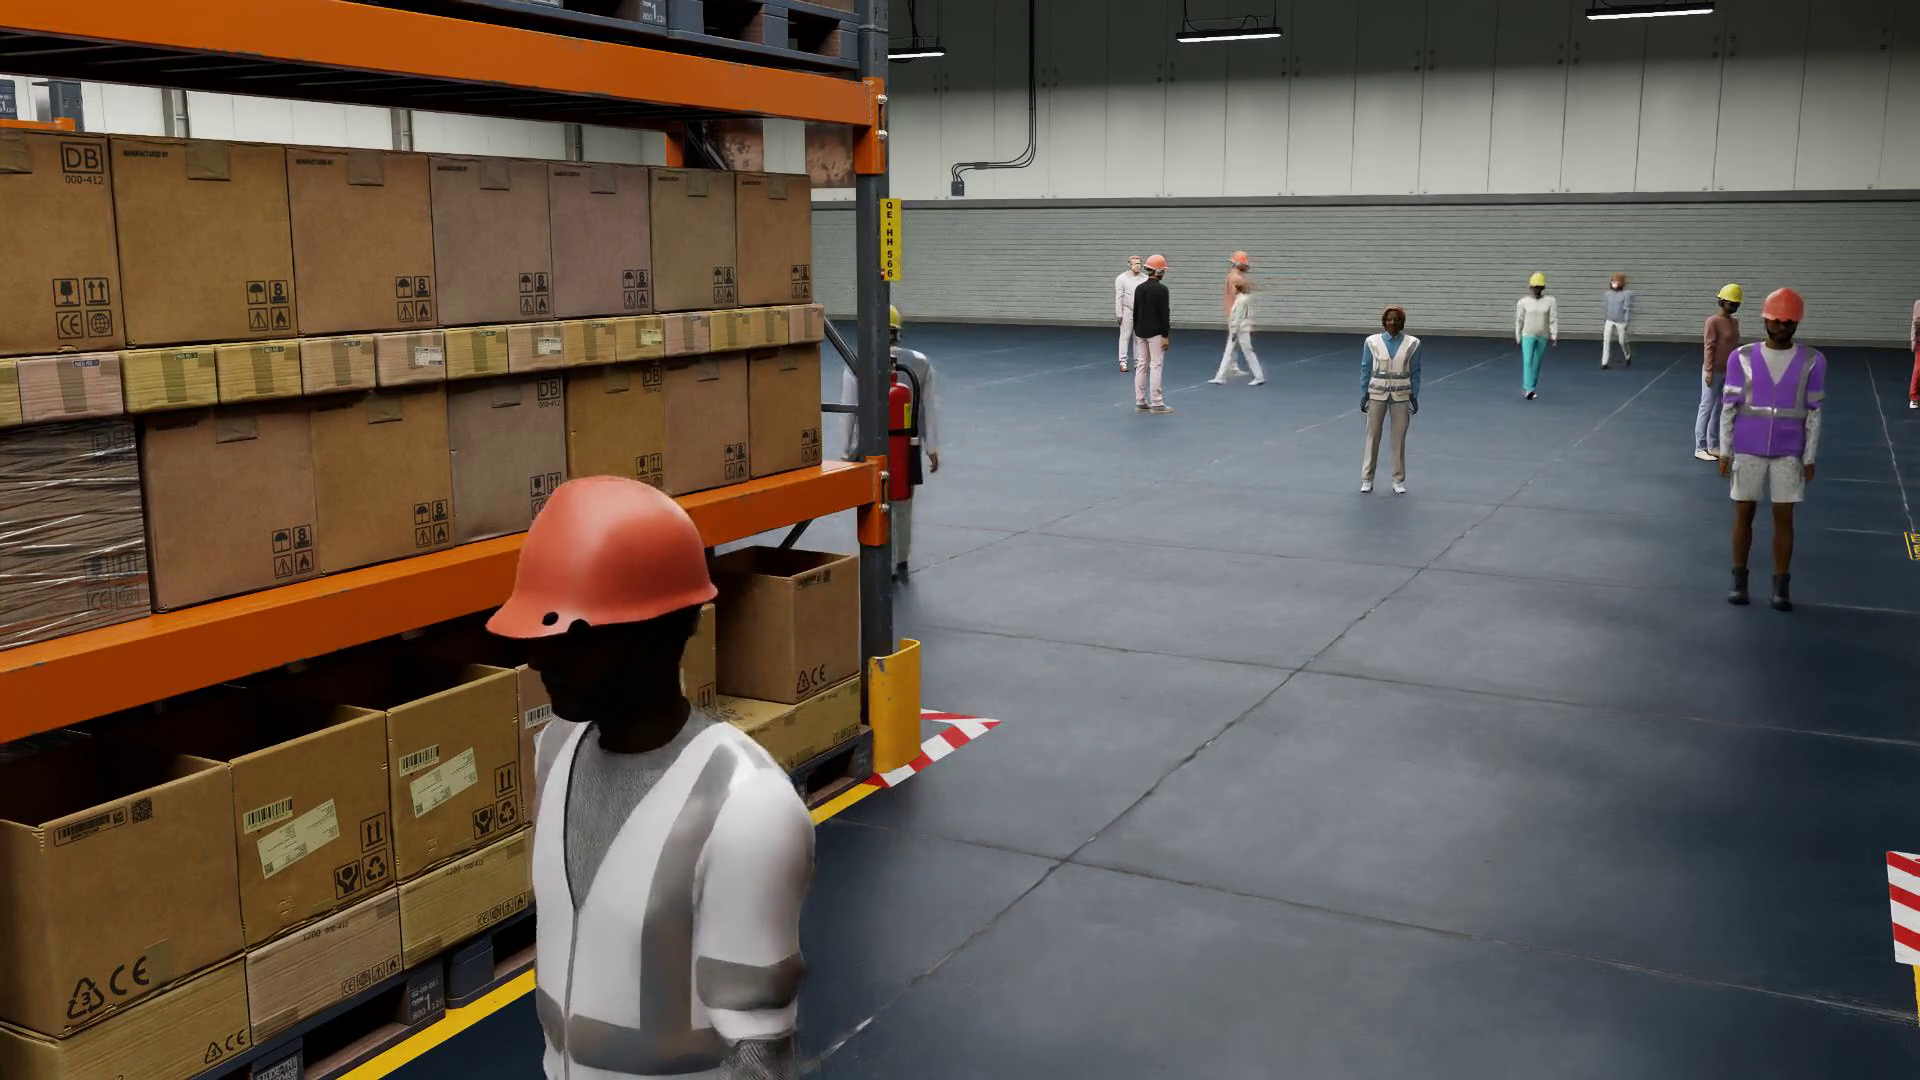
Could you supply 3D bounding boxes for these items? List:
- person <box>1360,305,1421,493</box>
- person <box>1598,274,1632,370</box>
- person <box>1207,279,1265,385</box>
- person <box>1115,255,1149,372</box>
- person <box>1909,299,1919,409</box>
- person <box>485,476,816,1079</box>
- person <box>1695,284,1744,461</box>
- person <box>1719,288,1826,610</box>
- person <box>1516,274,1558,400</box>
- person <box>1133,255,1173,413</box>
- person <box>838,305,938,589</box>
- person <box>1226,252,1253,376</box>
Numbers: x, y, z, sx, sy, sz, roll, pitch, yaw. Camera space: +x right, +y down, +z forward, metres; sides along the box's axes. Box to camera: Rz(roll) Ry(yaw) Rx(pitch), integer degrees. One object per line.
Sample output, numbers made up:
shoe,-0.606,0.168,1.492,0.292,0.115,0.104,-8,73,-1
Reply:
person,3.747,-1.225,14.514,0.514,1.642,0.310,2,11,11
person,11.039,-3.661,27.892,0.747,1.604,0.501,-10,14,-43
person,4.187,-3.106,24.894,0.855,1.592,0.532,1,10,3
person,2.873,-3.729,27.445,0.644,1.908,0.408,-5,11,-23
person,12.564,-2.560,21.479,0.520,1.761,0.335,2,11,9
person,-0.426,0.862,2.350,0.561,1.935,0.438,9,14,41
person,7.624,-1.674,16.646,0.523,1.760,0.327,-8,13,-36
person,4.873,-0.544,10.031,0.550,1.927,0.404,5,11,23
person,7.884,-2.765,22.734,0.530,1.708,0.943,2,11,8
person,2.444,-2.606,21.075,0.392,1.995,0.612,-7,12,-33
person,-0.491,-0.621,10.742,0.627,1.808,0.716,-3,11,-15
person,4.463,-3.611,26.667,0.407,1.969,0.732,1,10,5
